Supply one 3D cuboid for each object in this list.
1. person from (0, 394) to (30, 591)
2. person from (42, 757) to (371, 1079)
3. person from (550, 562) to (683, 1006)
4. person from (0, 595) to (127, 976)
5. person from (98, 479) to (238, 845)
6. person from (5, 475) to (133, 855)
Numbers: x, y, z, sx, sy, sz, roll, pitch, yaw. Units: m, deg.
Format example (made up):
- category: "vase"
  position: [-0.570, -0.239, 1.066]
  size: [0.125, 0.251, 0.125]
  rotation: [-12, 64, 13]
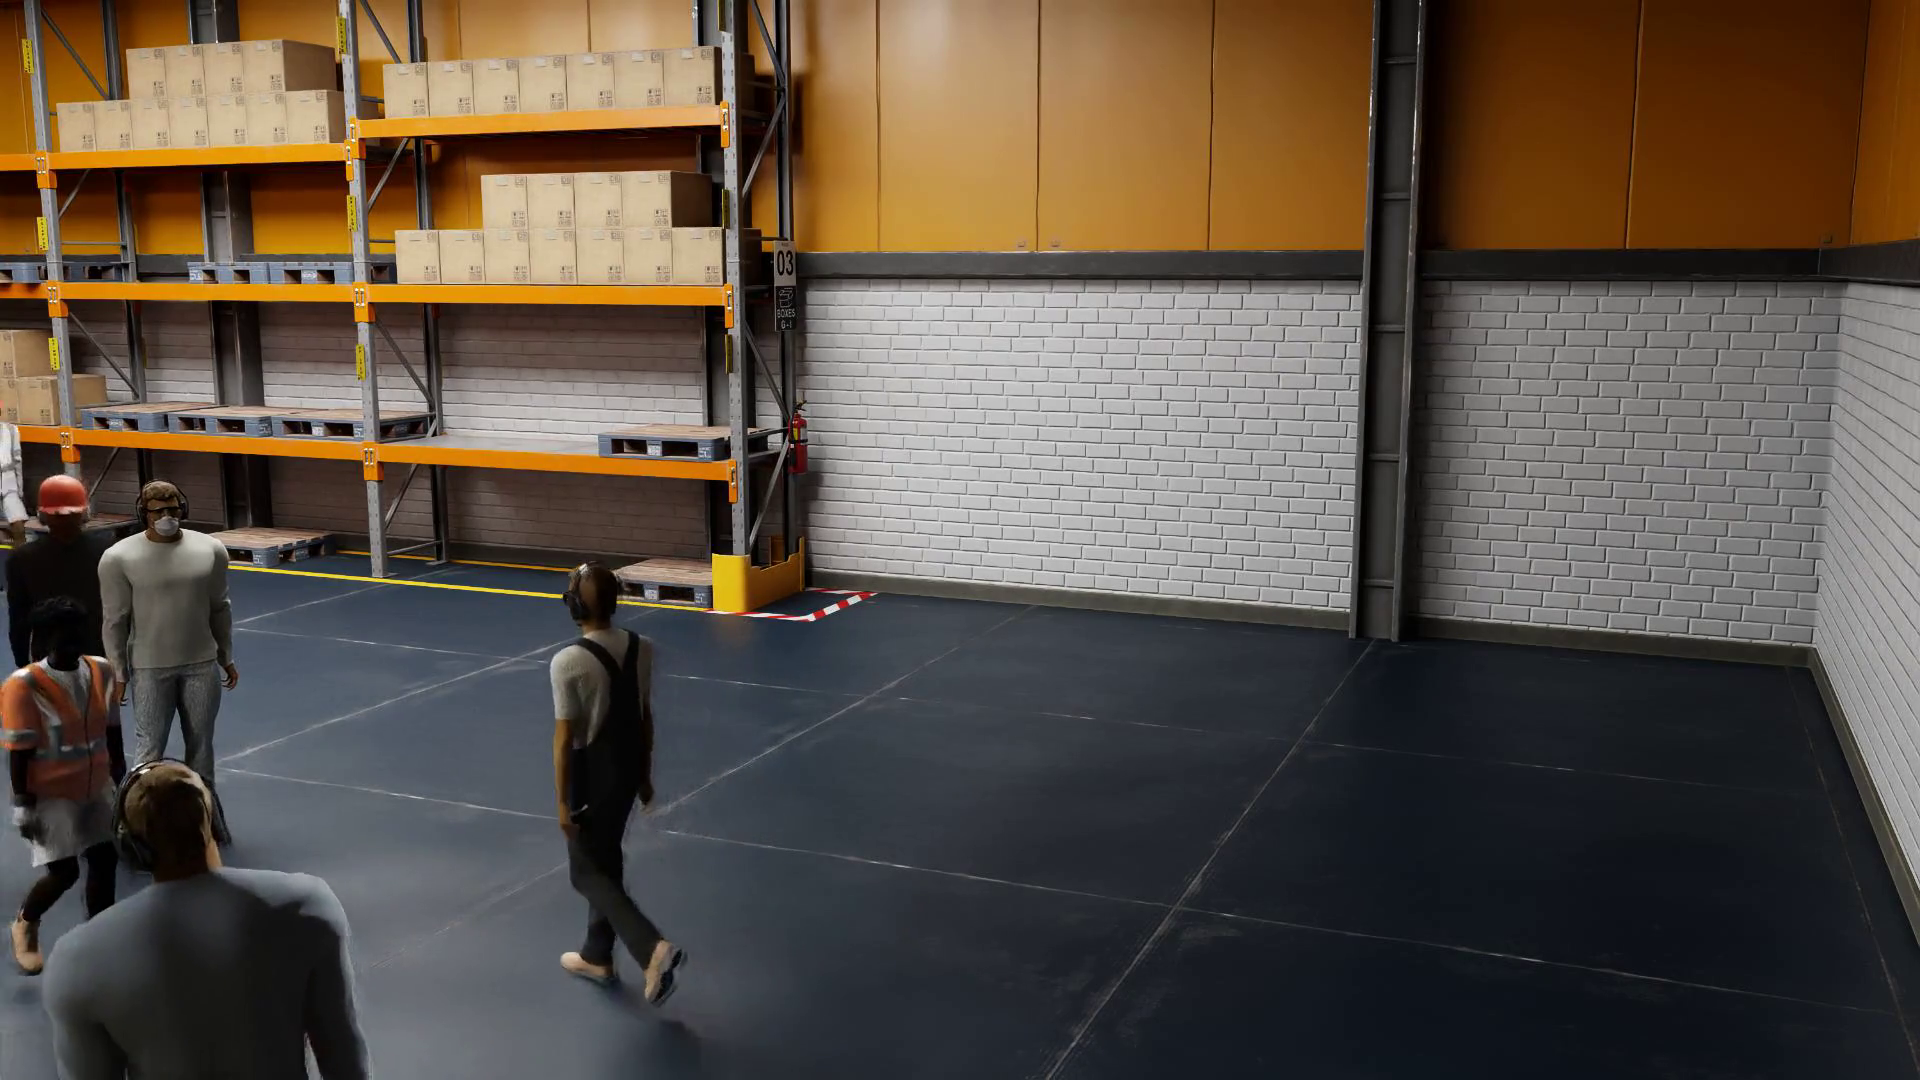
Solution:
- category: "person"
  position: [-8.780, -0.434, 15.209]
  size: [0.926, 1.894, 0.569]
  rotation: [7, 12, 37]
- category: "person"
  position: [-1.669, 1.440, 3.788]
  size: [0.666, 1.919, 0.503]
  rotation: [-4, 10, -25]
- category: "person"
  position: [-1.403, 0.995, 6.788]
  size: [0.744, 1.823, 0.513]
  rotation: [7, 12, 36]
- category: "person"
  position: [-3.748, 1.037, 6.934]
  size: [0.447, 1.679, 0.575]
  rotation: [3, 10, 20]
- category: "person"
  position: [-4.038, 0.646, 8.537]
  size: [0.636, 1.938, 0.354]
  rotation: [-9, 13, -42]
- category: "person"
  position: [-4.686, 0.600, 8.836]
  size: [0.613, 1.948, 1.034]
  rotation: [-6, 11, -31]
